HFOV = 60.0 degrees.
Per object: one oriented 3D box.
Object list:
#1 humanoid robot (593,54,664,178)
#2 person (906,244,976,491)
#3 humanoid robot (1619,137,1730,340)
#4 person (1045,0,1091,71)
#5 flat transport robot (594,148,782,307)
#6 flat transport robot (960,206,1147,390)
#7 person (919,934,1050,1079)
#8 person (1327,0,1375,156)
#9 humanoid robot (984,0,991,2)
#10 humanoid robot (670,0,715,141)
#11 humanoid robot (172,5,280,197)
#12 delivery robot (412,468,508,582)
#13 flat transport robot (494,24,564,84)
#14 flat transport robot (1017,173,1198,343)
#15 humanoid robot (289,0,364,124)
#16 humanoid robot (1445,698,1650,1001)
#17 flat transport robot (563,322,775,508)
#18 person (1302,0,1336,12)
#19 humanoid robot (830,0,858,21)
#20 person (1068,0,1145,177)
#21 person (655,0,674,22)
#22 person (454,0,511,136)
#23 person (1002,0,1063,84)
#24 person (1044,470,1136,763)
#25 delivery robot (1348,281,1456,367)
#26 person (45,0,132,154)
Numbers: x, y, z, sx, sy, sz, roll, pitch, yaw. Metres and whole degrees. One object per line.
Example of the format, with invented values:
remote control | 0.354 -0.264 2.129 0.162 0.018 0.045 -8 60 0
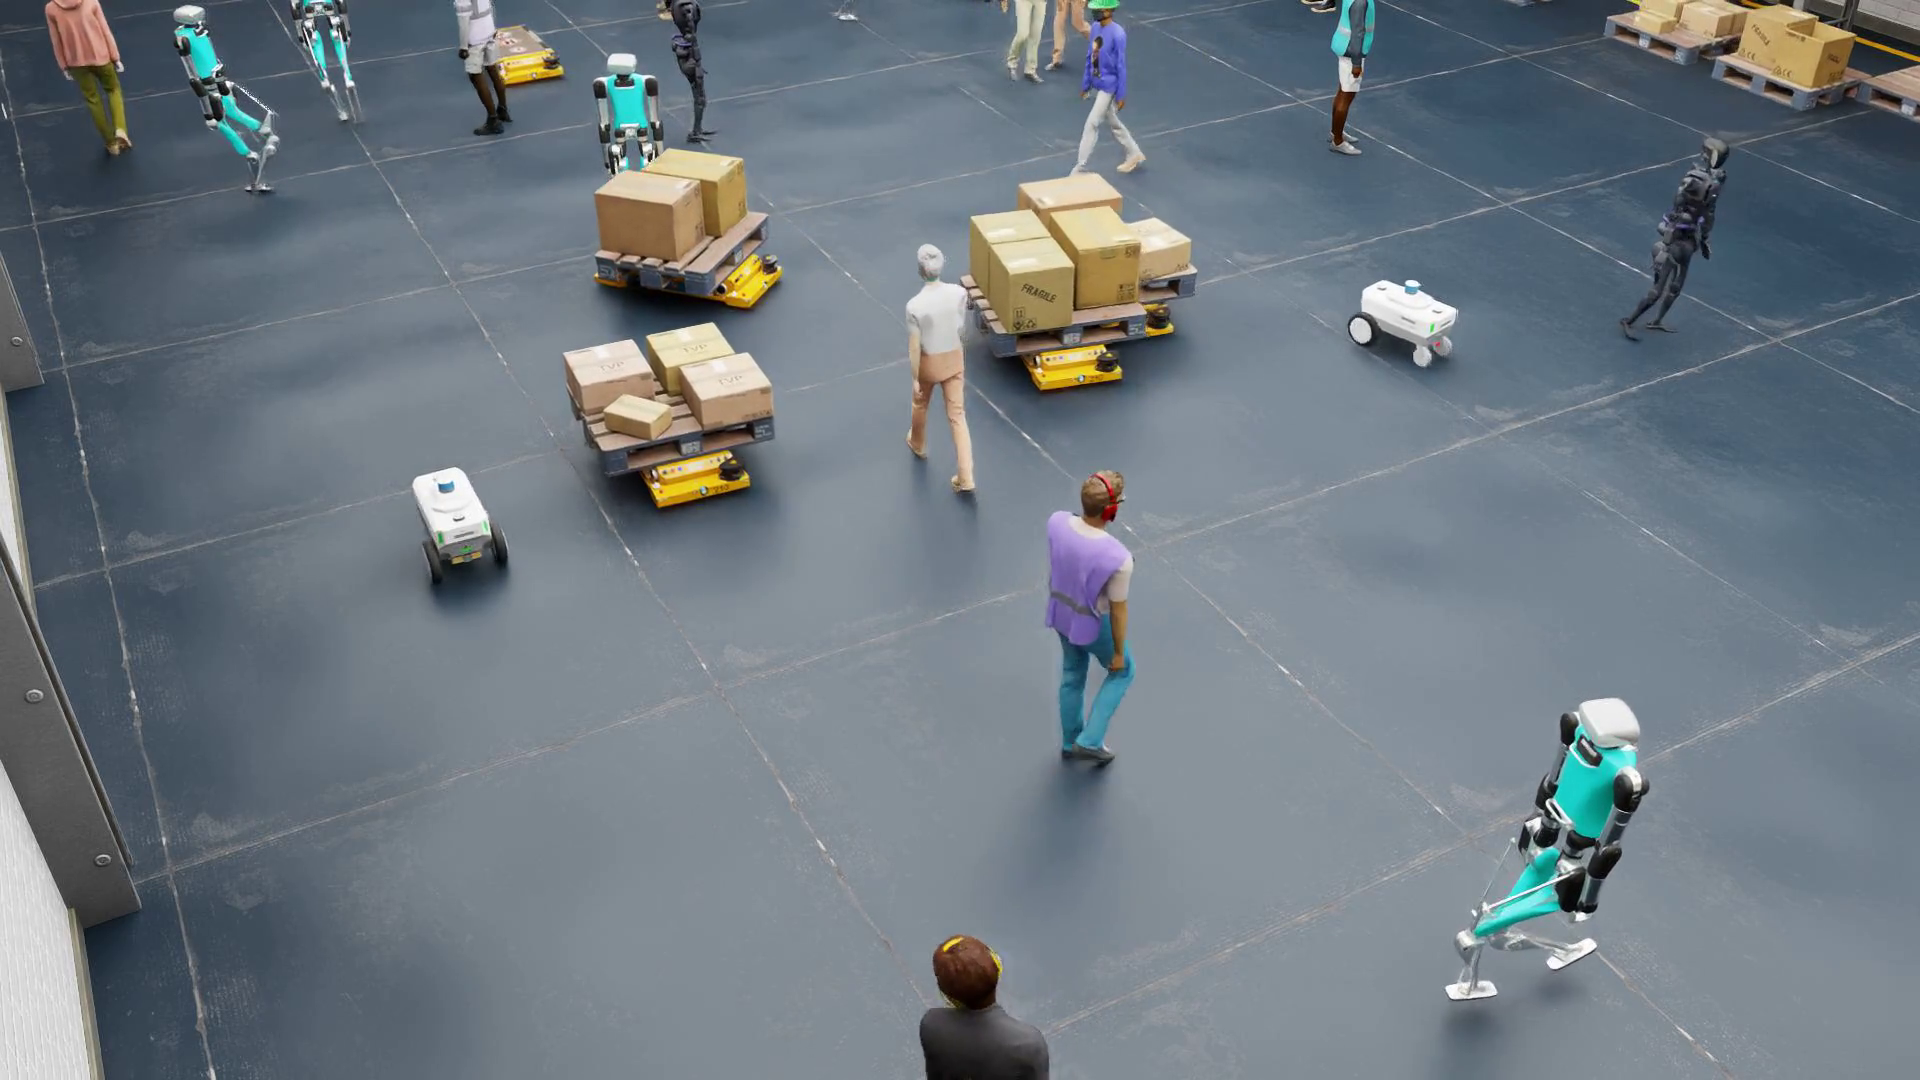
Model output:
humanoid robot | -2.714 -3.063 13.834 0.537 1.828 0.675 -4 35 -5
person | -0.134 -1.171 11.140 0.457 1.711 0.919 -12 37 -16
humanoid robot | 5.526 -2.325 12.813 0.588 1.642 0.405 -21 40 -27
person | 1.270 -5.932 17.988 0.700 1.640 0.484 -27 43 -33
flat transport robot | -2.282 -2.263 13.947 1.431 0.231 0.659 11 37 15
flat transport robot | 0.718 -1.624 13.035 0.659 0.231 1.431 -9 36 -13
person | 0.139 2.226 6.171 0.684 1.847 0.341 16 38 21
person | 3.765 -4.669 15.958 0.414 1.902 0.568 4 35 6
humanoid robot | 0.210 -7.322 19.942 0.590 1.641 0.440 -19 39 -25
humanoid robot | -2.632 -4.730 16.244 0.319 1.656 0.613 -11 37 -16
humanoid robot | -6.536 -3.890 15.070 0.737 1.871 0.539 1 35 1
delivery robot | -3.236 -0.140 10.660 0.525 0.587 0.734 -17 38 -23
flat transport robot | -4.940 -5.386 18.406 0.659 0.231 1.431 -18 39 -24
flat transport robot | 1.152 -2.024 13.606 0.659 0.231 1.431 -11 37 -16
humanoid robot | -6.301 -4.926 16.565 0.531 1.898 0.743 -13 37 -18
humanoid robot | 2.532 1.454 7.369 1.025 1.730 0.546 -8 36 -11
flat transport robot | -2.025 -0.724 11.749 0.659 0.231 1.431 -15 38 -20
person | 4.362 -7.237 19.571 0.367 1.964 0.608 -4 35 -6
humanoid robot | -1.322 -6.851 19.228 0.757 1.780 0.537 15 38 21
person | 1.365 -4.218 15.384 0.949 1.829 0.473 -17 38 -22
person | -3.547 -6.921 19.372 0.613 1.673 0.557 21 40 27
person | -4.769 -4.998 16.430 0.400 1.920 0.647 8 36 11
person | 0.750 -5.720 17.531 0.597 1.821 0.431 -13 37 -18
person | 0.683 0.434 8.739 0.560 1.830 0.465 30 45 35
delivery robot | 3.456 -1.729 12.949 0.499 0.611 0.809 -27 43 -33
person | -8.310 -4.566 15.877 0.559 1.826 0.440 -16 38 -22
